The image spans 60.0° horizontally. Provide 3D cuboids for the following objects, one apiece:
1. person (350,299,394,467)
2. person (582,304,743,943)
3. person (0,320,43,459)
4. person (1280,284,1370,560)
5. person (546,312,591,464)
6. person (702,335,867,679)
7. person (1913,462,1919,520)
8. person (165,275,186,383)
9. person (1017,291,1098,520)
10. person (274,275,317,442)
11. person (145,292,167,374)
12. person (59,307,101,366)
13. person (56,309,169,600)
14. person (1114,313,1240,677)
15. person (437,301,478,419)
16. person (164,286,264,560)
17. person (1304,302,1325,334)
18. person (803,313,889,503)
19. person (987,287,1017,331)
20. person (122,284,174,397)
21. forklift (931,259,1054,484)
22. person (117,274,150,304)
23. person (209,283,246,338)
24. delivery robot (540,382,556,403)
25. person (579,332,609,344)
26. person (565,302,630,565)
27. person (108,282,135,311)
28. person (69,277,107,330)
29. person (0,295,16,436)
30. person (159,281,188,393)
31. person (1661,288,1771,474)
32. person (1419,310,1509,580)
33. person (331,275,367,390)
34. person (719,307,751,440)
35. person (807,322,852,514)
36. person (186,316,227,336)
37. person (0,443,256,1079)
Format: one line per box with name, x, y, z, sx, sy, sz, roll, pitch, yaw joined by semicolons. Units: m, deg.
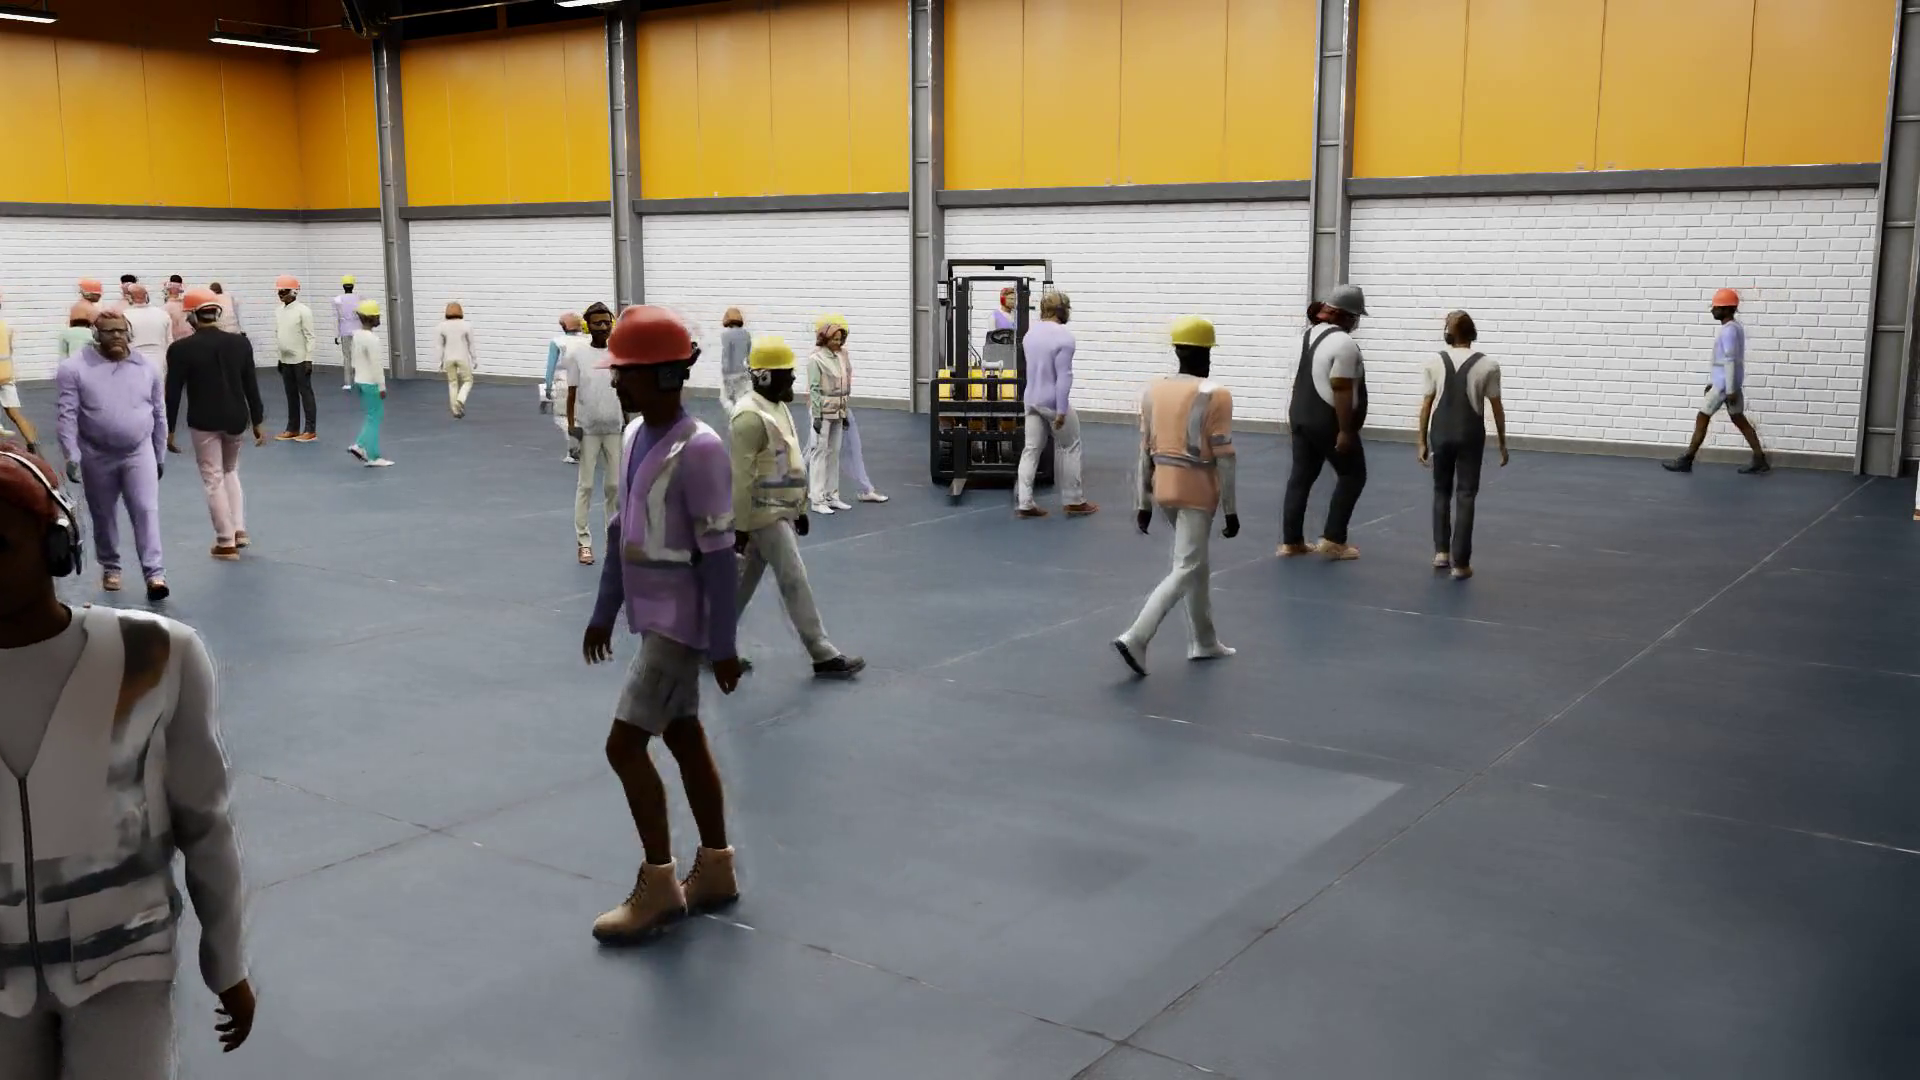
person;-6.152;-1.638;17.439;0.358;1.754;0.544;-8;12;-39
person;-1.020;0.268;5.338;0.710;2.019;0.618;-5;11;-25
person;-10.148;-1.714;17.546;0.992;1.894;0.560;3;10;20
person;2.658;-0.869;12.038;0.633;2.000;0.801;-4;10;-21
person;-4.080;-1.595;17.590;0.555;1.620;0.544;-8;13;-40
person;-0.970;-0.168;8.632;0.925;1.783;0.613;1;10;6
person;8.182;-1.086;13.813;0.337;1.876;0.585;8;12;38
person;-13.754;-3.721;29.390;0.372;1.916;0.597;4;10;23
person;0.819;-1.125;13.979;0.862;1.905;0.635;-8;12;-40
person;-7.972;-2.168;19.908;0.612;1.995;0.392;6;11;30
person;-10.443;-2.344;21.568;0.643;1.806;0.755;2;10;13
person;-10.989;-2.110;20.786;0.514;1.582;0.857;1;10;7
person;-5.406;-0.544;10.670;0.645;1.854;1.007;-6;11;-32
person;1.153;-0.238;8.735;0.922;1.901;0.592;-7;12;-35
person;-6.844;-2.439;22.619;0.528;1.620;0.418;0;10;-2
person;-5.448;-0.845;12.077;0.586;1.972;0.660;8;13;40
person;4.097;-1.922;19.354;0.317;1.693;0.535;2;10;11
person;-1.136;-1.173;14.866;0.933;1.703;0.531;4;10;22
person;0.546;-2.210;20.633;0.378;1.837;0.562;8;13;40
person;-9.438;-1.996;19.166;0.681;1.892;0.558;-9;13;-43
forklift;0.370;-1.738;16.759;1.214;2.155;2.313;1;10;3
person;-13.810;-3.427;27.594;0.612;1.931;0.875;4;11;25
person;-13.250;-3.737;29.943;0.999;1.762;0.696;7;12;35
delivery robot;-5.575;-2.091;23.427;0.707;0.478;0.477;6;11;28
person;-4.173;-1.870;19.233;0.542;1.624;0.368;-8;13;-41
person;-2.574;-0.767;11.933;0.517;1.874;0.328;-7;12;-34
person;-11.941;-2.784;23.997;0.638;1.858;0.999;-6;11;-33
person;-11.232;-2.404;21.491;0.629;1.947;0.673;8;13;40
person;-11.801;-2.138;20.257;0.431;1.833;0.644;-1;10;-4
person;-10.937;-2.689;23.377;0.792;1.884;0.653;3;10;15
person;7.776;-1.600;16.880;1.014;1.890;0.550;7;12;35
person;3.454;-0.648;11.365;0.574;1.824;0.536;5;11;29
person;-10.240;-3.486;27.980;0.585;1.921;0.373;-5;11;-27
person;-2.688;-1.985;19.995;0.367;1.612;0.505;7;12;37
person;-1.131;-1.050;14.308;0.309;1.640;0.513;5;11;26
person;-10.363;-2.544;22.914;0.529;1.744;0.680;-2;10;-11
person;-1.524;0.776;2.768;0.609;1.859;0.628;-3;10;-17
